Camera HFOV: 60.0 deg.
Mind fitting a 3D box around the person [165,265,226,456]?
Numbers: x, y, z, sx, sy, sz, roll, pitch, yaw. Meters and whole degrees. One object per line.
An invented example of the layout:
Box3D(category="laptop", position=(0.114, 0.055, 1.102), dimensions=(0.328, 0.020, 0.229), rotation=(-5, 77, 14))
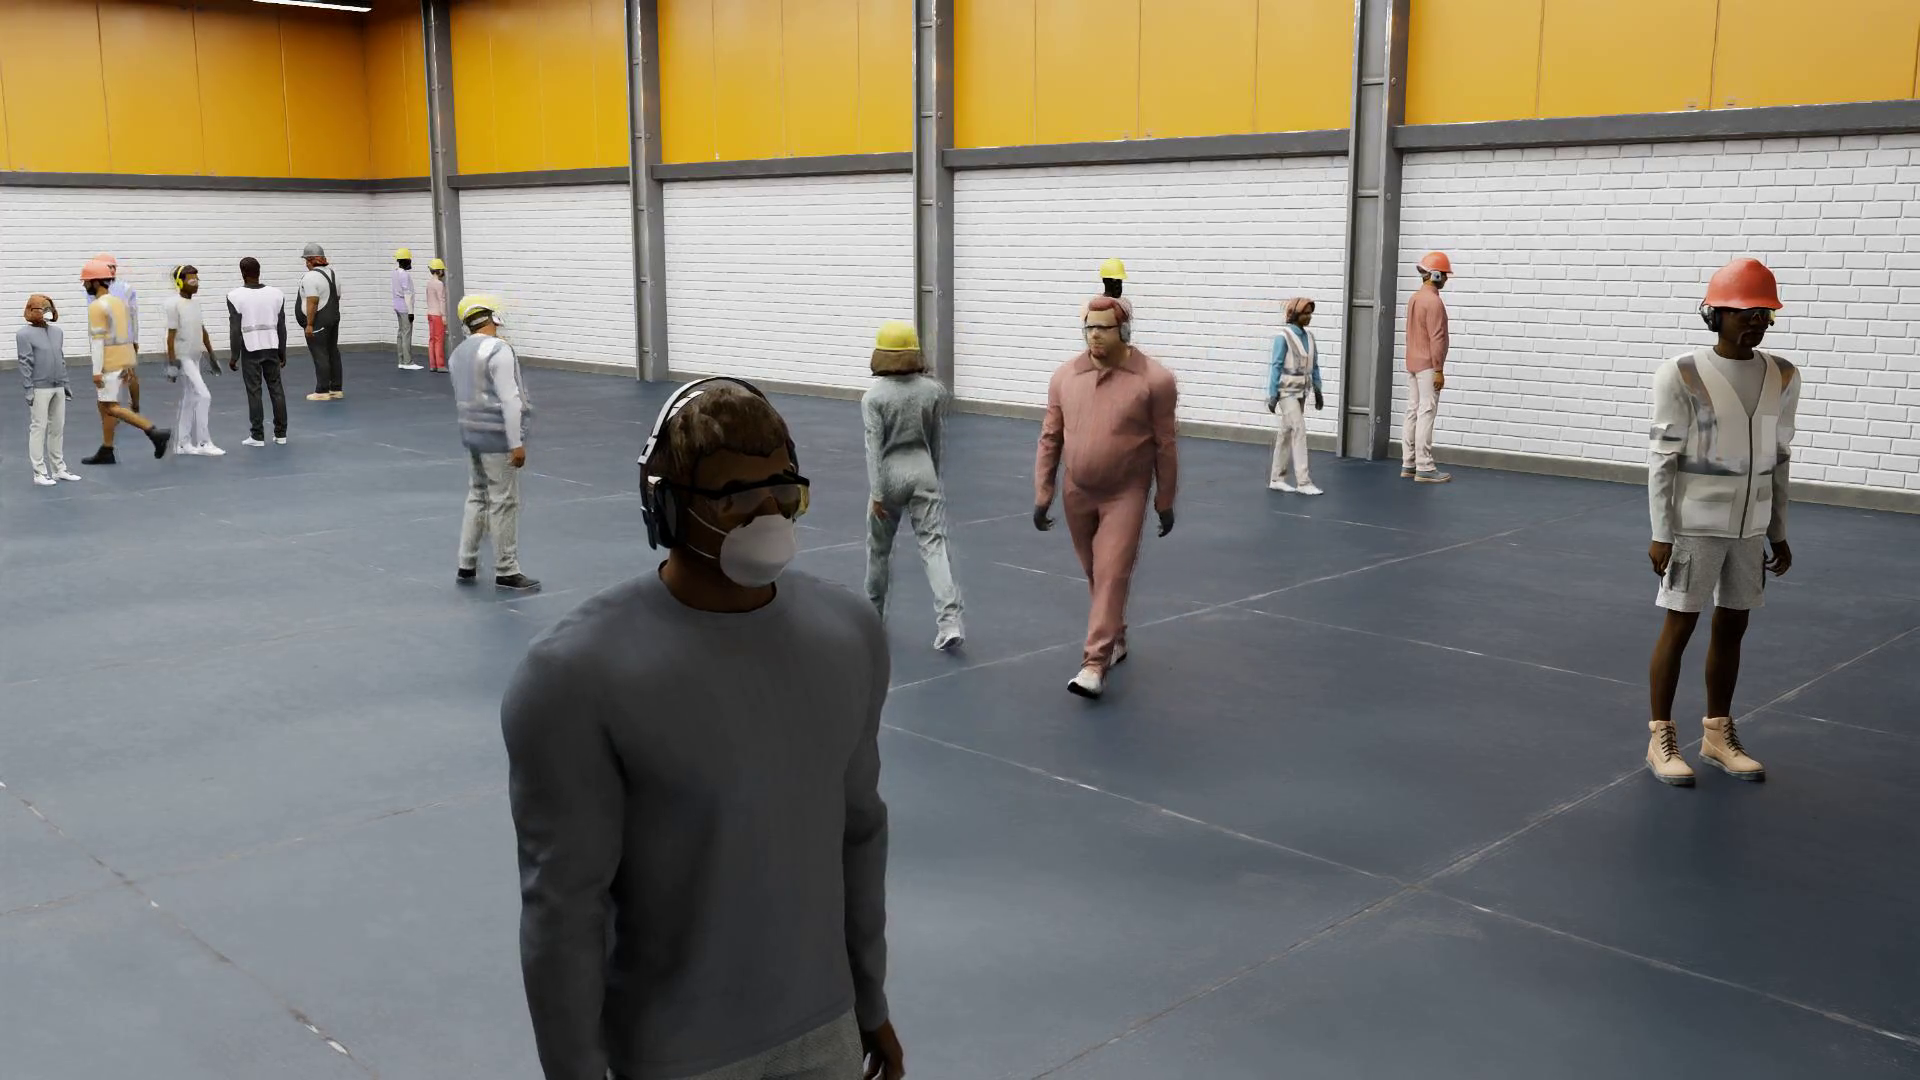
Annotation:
Box3D(category="person", position=(-7.353, -1.723, 16.107), dimensions=(0.711, 1.841, 0.514), rotation=(0, 10, 2))

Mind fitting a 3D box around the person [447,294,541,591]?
Box3D(category="person", position=(-2.821, -0.577, 10.029), dimensions=(0.408, 1.781, 0.673), rotation=(-9, 14, -42))

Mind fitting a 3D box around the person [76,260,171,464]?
Box3D(category="person", position=(-7.799, -1.633, 15.420), dimensions=(0.790, 1.912, 0.554), rotation=(-1, 10, -5))

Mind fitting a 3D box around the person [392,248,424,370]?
Box3D(category="person", position=(-8.837, -3.681, 26.516), dimensions=(0.363, 1.930, 0.587), rotation=(-7, 13, -34))

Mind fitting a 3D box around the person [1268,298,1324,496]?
Box3D(category="person", position=(2.827, -1.164, 13.625), dimensions=(0.700, 1.609, 0.546), rotation=(9, 14, 42))

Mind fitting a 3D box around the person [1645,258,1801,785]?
Box3D(category="person", position=(2.969, -0.062, 6.474), dimensions=(0.608, 2.044, 0.373), rotation=(-2, 11, -12))

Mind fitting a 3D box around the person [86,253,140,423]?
Box3D(category="person", position=(-9.648, -2.293, 18.958), dimensions=(0.368, 1.929, 0.542), rotation=(9, 14, 40))

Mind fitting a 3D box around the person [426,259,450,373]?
Box3D(category="person", position=(-8.120, -3.485, 25.896), dimensions=(0.328, 1.769, 0.526), rotation=(-8, 13, -38))

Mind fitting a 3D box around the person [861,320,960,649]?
Box3D(category="person", position=(-0.269, -0.295, 8.687), dimensions=(0.490, 1.698, 0.912), rotation=(-5, 11, -25))

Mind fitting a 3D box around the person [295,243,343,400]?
Box3D(category="person", position=(-8.355, -2.837, 21.612), dimensions=(0.535, 2.000, 0.688), rotation=(2, 11, 9))

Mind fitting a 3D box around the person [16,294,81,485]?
Box3D(category="person", position=(-7.848, -1.292, 14.302), dimensions=(0.272, 1.632, 0.507), rotation=(2, 11, 12))

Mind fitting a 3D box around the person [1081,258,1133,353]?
Box3D(category="person", position=(1.347, -1.564, 14.984), dimensions=(0.590, 1.926, 0.388), rotation=(-9, 13, -39))

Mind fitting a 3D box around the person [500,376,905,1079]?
Box3D(category="person", position=(-0.333, 0.731, 2.440), dimensions=(0.630, 1.940, 0.373), rotation=(-10, 14, -43))

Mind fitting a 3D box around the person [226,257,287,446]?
Box3D(category="person", position=(-7.126, -1.910, 16.910), dimensions=(0.392, 1.914, 0.588), rotation=(9, 14, 41))

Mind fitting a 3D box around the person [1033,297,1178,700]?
Box3D(category="person", position=(0.653, -0.216, 7.858), dimensions=(0.649, 1.842, 1.033), rotation=(6, 12, 29))

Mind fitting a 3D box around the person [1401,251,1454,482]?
Box3D(category="person", position=(4.079, -1.509, 14.499), dimensions=(0.382, 1.994, 0.608), rotation=(-1, 10, -7))
